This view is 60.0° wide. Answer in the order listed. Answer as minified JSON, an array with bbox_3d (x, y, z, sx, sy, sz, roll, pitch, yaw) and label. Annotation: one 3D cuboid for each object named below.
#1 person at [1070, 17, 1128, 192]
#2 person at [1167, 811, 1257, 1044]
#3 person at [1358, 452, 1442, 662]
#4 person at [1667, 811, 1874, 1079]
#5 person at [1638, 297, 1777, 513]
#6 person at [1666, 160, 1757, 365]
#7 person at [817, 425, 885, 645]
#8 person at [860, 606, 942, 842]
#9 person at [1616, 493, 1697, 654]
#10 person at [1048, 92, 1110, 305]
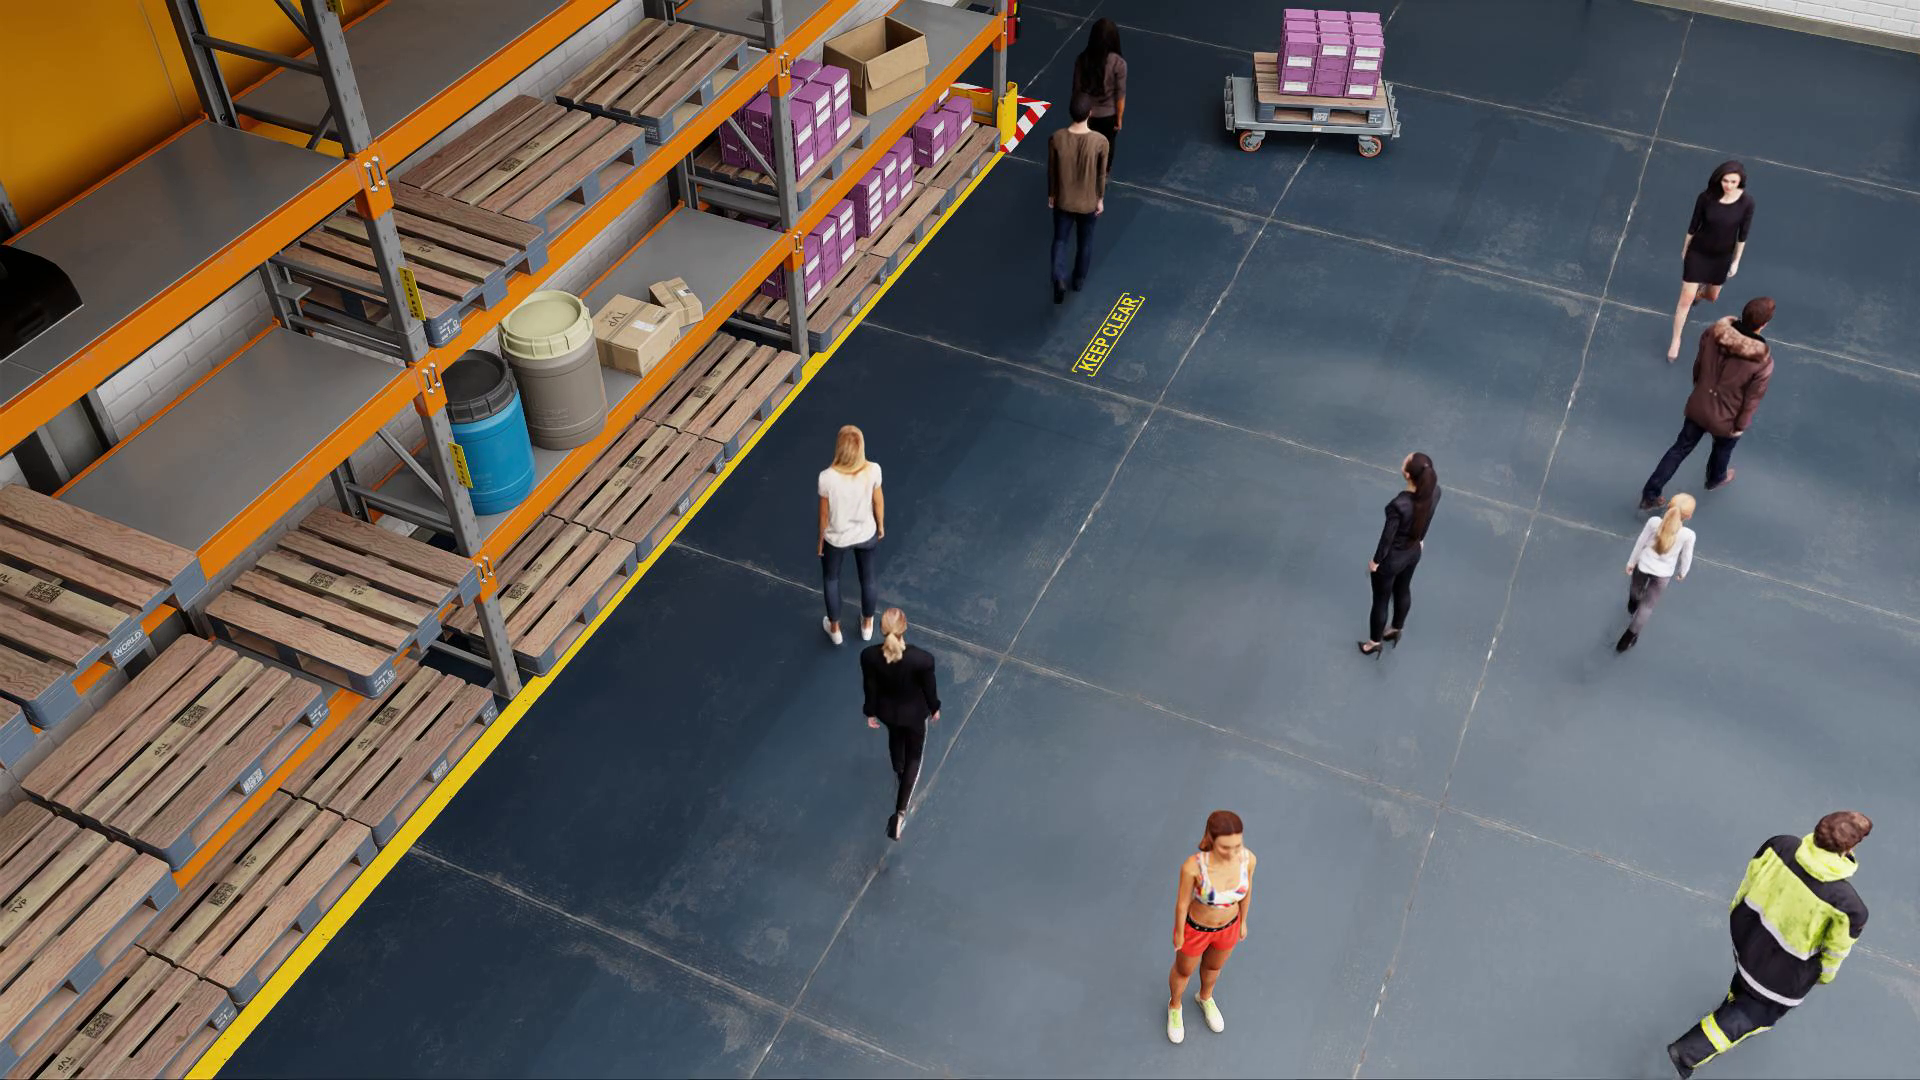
[{"bbox_3d":[1.202,-3.709,14.788,0.781,1.809,1.156,10,45,11],"label":"person"},{"bbox_3d":[1.312,2.024,8.782,0.681,1.792,0.731,-9,44,-10],"label":"person"},{"bbox_3d":[2.860,0.103,10.858,0.597,1.711,0.705,-23,48,-22],"label":"person"},{"bbox_3d":[4.169,2.111,8.573,1.262,1.956,1.192,-16,46,-16],"label":"person"},{"bbox_3d":[5.333,-0.909,11.854,1.331,1.801,1.162,-23,48,-22],"label":"person"},{"bbox_3d":[5.995,-2.278,13.313,0.652,1.771,1.020,15,46,15],"label":"person"},{"bbox_3d":[-0.711,-0.001,10.895,0.683,1.809,0.726,-12,45,-12],"label":"person"},{"bbox_3d":[-0.356,1.093,9.839,0.739,1.683,1.052,9,44,9],"label":"person"},{"bbox_3d":[4.585,0.238,11.048,0.638,1.253,0.888,29,51,27],"label":"person"},{"bbox_3d":[0.951,-2.783,13.770,0.817,1.873,1.048,7,44,7],"label":"person"}]
